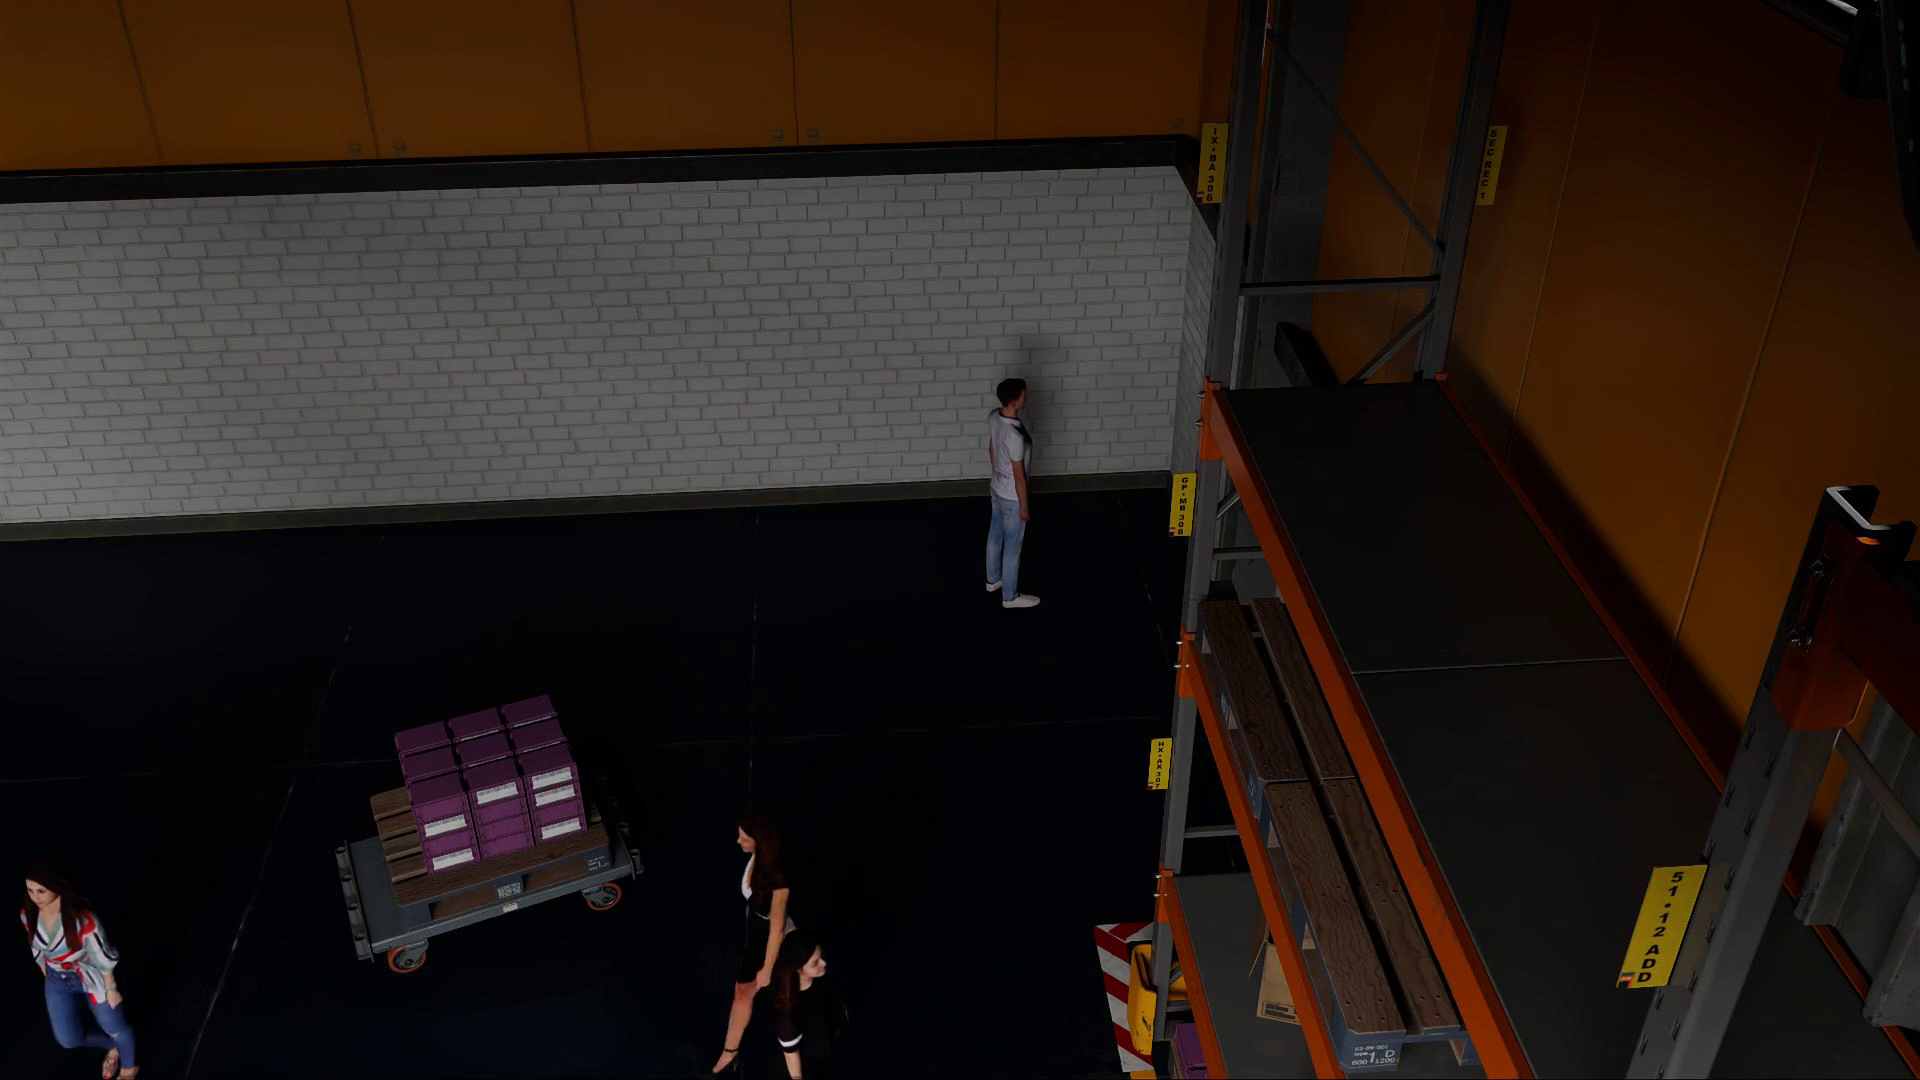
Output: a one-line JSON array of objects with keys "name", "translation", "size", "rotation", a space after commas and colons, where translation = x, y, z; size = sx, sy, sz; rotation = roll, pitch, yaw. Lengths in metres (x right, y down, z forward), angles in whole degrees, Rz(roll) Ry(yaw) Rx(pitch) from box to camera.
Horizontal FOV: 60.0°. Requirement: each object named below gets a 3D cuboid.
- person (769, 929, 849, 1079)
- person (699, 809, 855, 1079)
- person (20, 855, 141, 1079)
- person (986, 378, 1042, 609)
[{"name": "person", "translation": [-0.763, 2.502, 8.112], "size": [0.742, 1.638, 0.630], "rotation": [8, 34, 12]}, {"name": "person", "translation": [-0.861, 2.084, 8.639], "size": [0.992, 1.751, 1.146], "rotation": [-18, 37, -24]}, {"name": "person", "translation": [-4.486, 2.202, 8.589], "size": [0.649, 1.610, 0.633], "rotation": [3, 34, 4]}, {"name": "person", "translation": [0.356, -0.356, 12.218], "size": [0.766, 1.851, 0.591], "rotation": [-13, 36, -19]}]
